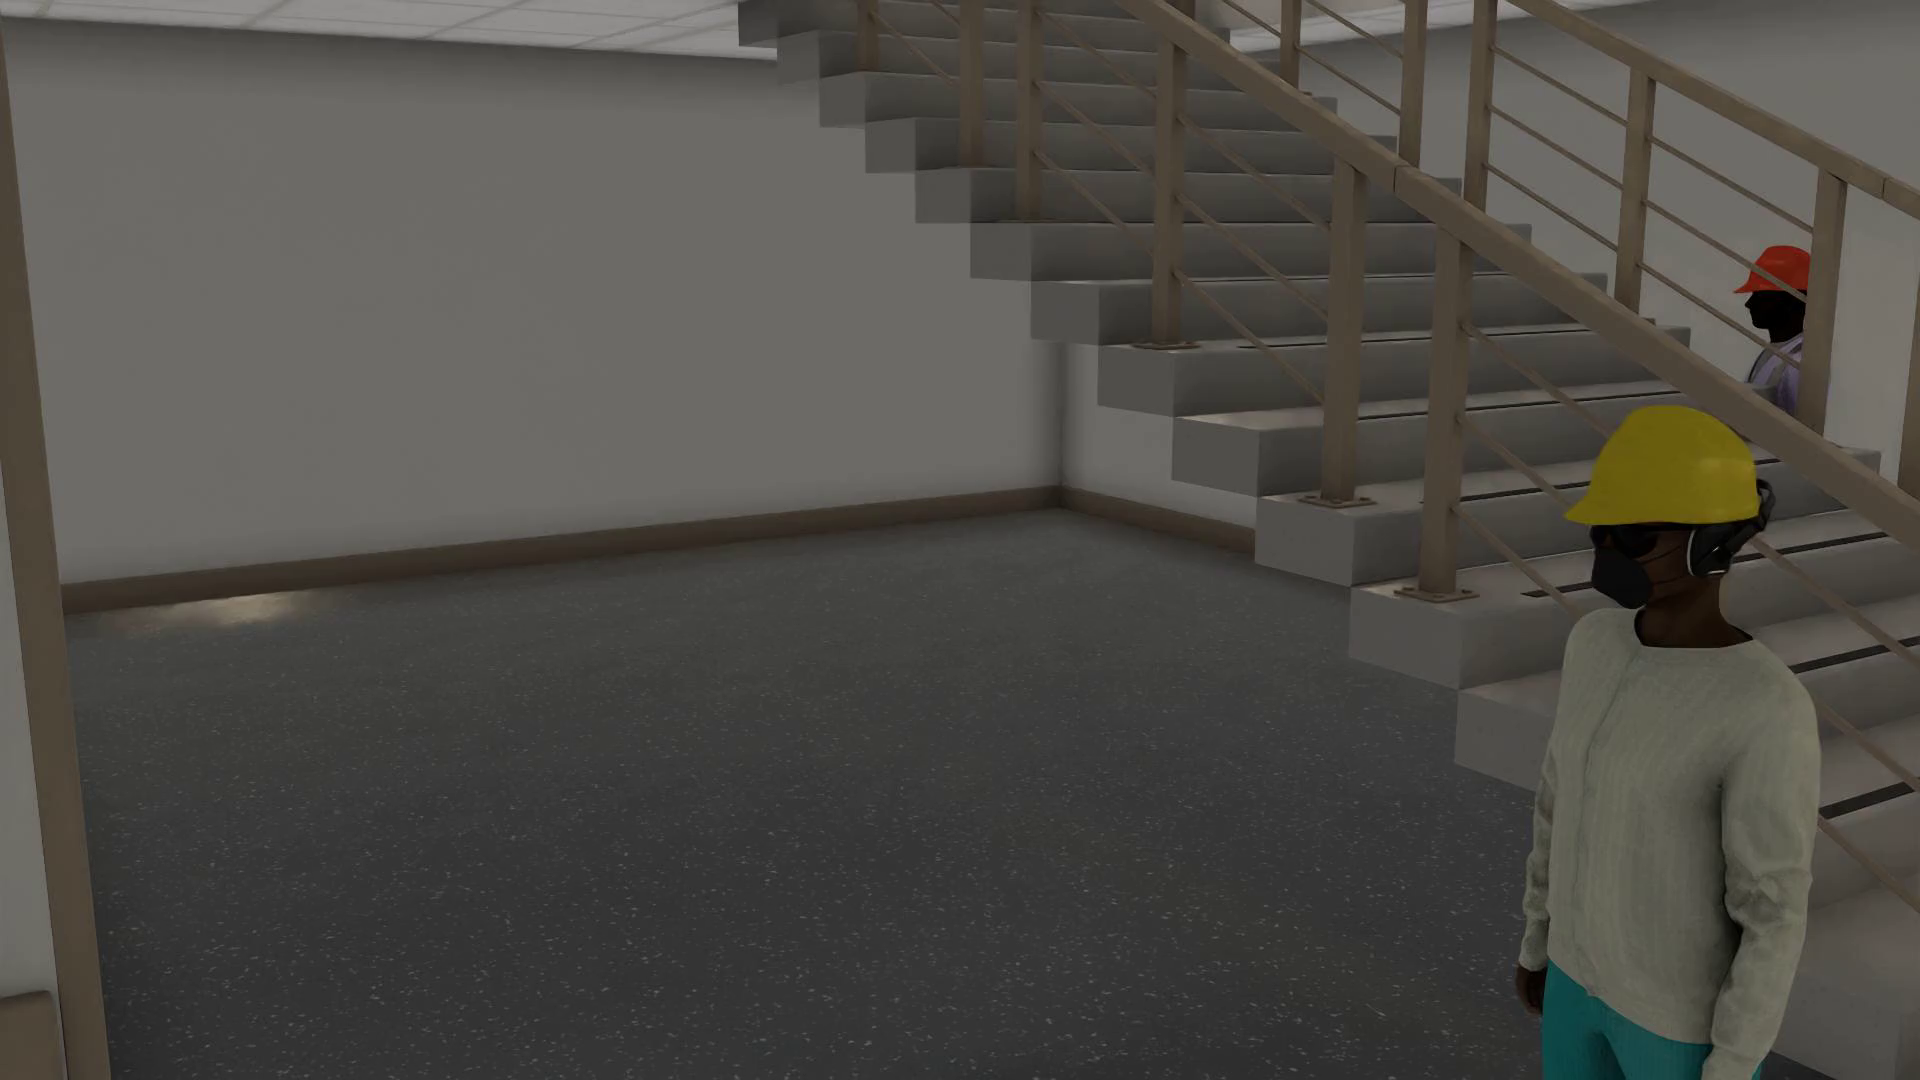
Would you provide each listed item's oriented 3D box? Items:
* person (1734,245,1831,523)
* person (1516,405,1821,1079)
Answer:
[{"bbox_3d":[3.142,-0.165,6.481,0.357,1.938,0.542,2,11,10],"label":"person"},{"bbox_3d":[1.010,0.681,2.489,0.312,1.769,0.525,-3,11,-16],"label":"person"}]
